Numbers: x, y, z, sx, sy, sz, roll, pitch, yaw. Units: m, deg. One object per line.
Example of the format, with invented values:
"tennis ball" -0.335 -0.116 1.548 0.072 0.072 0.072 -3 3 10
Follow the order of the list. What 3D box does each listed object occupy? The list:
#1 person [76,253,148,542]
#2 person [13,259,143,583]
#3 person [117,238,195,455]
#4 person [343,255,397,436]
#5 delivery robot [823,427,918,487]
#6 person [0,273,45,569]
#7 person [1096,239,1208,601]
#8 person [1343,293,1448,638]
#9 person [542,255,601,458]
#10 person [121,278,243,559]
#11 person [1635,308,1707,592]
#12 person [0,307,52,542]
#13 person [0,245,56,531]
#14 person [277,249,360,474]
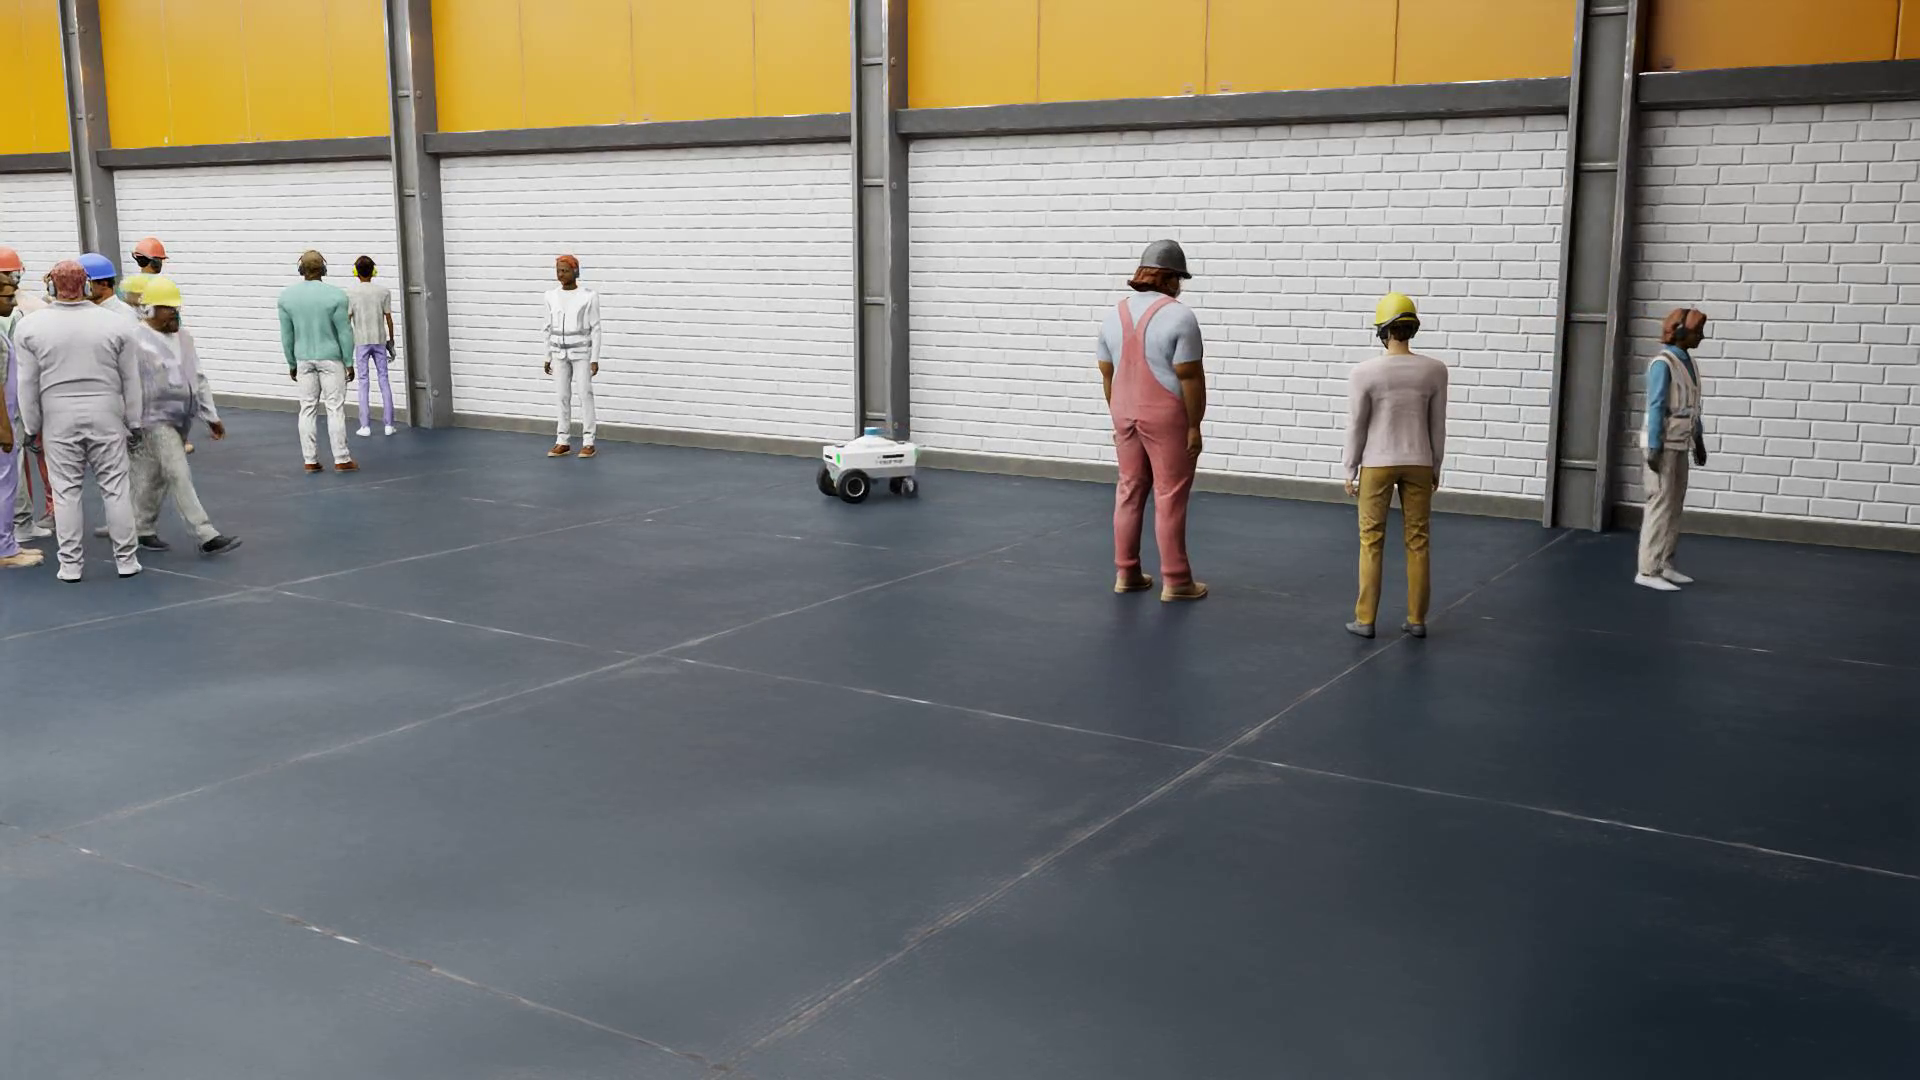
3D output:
"person" -5.711 -0.952 11.216 0.619 1.933 0.420 8 13 39
"person" -5.216 -0.704 9.889 0.655 1.910 0.407 -6 12 -30
"person" -7.590 -1.819 15.705 0.614 2.041 0.393 2 10 13
"person" -6.116 -2.012 17.251 0.509 1.872 0.328 -5 11 -26
"delivery robot" -0.697 -0.639 13.030 0.707 0.478 0.477 -5 11 -25
"person" -5.918 -0.729 10.257 0.357 1.835 0.518 -7 13 -35
"person" 1.142 -0.687 9.440 0.536 2.000 0.672 -10 14 -43
"person" 2.201 -0.369 8.466 0.525 1.761 0.339 -1 10 -3
"person" -3.624 -1.704 15.510 0.576 1.883 0.354 2 11 13
"person" -5.027 -0.774 10.631 0.924 1.782 0.603 2 11 13
"person" 4.153 -0.532 9.714 0.338 1.634 0.537 10 14 43
"person" -6.480 -0.930 11.120 0.587 1.920 0.392 0 10 -1
"person" -6.539 -1.037 11.538 0.616 1.985 0.407 3 11 16
"person" -5.546 -1.534 14.411 0.630 1.940 0.373 0 10 2
